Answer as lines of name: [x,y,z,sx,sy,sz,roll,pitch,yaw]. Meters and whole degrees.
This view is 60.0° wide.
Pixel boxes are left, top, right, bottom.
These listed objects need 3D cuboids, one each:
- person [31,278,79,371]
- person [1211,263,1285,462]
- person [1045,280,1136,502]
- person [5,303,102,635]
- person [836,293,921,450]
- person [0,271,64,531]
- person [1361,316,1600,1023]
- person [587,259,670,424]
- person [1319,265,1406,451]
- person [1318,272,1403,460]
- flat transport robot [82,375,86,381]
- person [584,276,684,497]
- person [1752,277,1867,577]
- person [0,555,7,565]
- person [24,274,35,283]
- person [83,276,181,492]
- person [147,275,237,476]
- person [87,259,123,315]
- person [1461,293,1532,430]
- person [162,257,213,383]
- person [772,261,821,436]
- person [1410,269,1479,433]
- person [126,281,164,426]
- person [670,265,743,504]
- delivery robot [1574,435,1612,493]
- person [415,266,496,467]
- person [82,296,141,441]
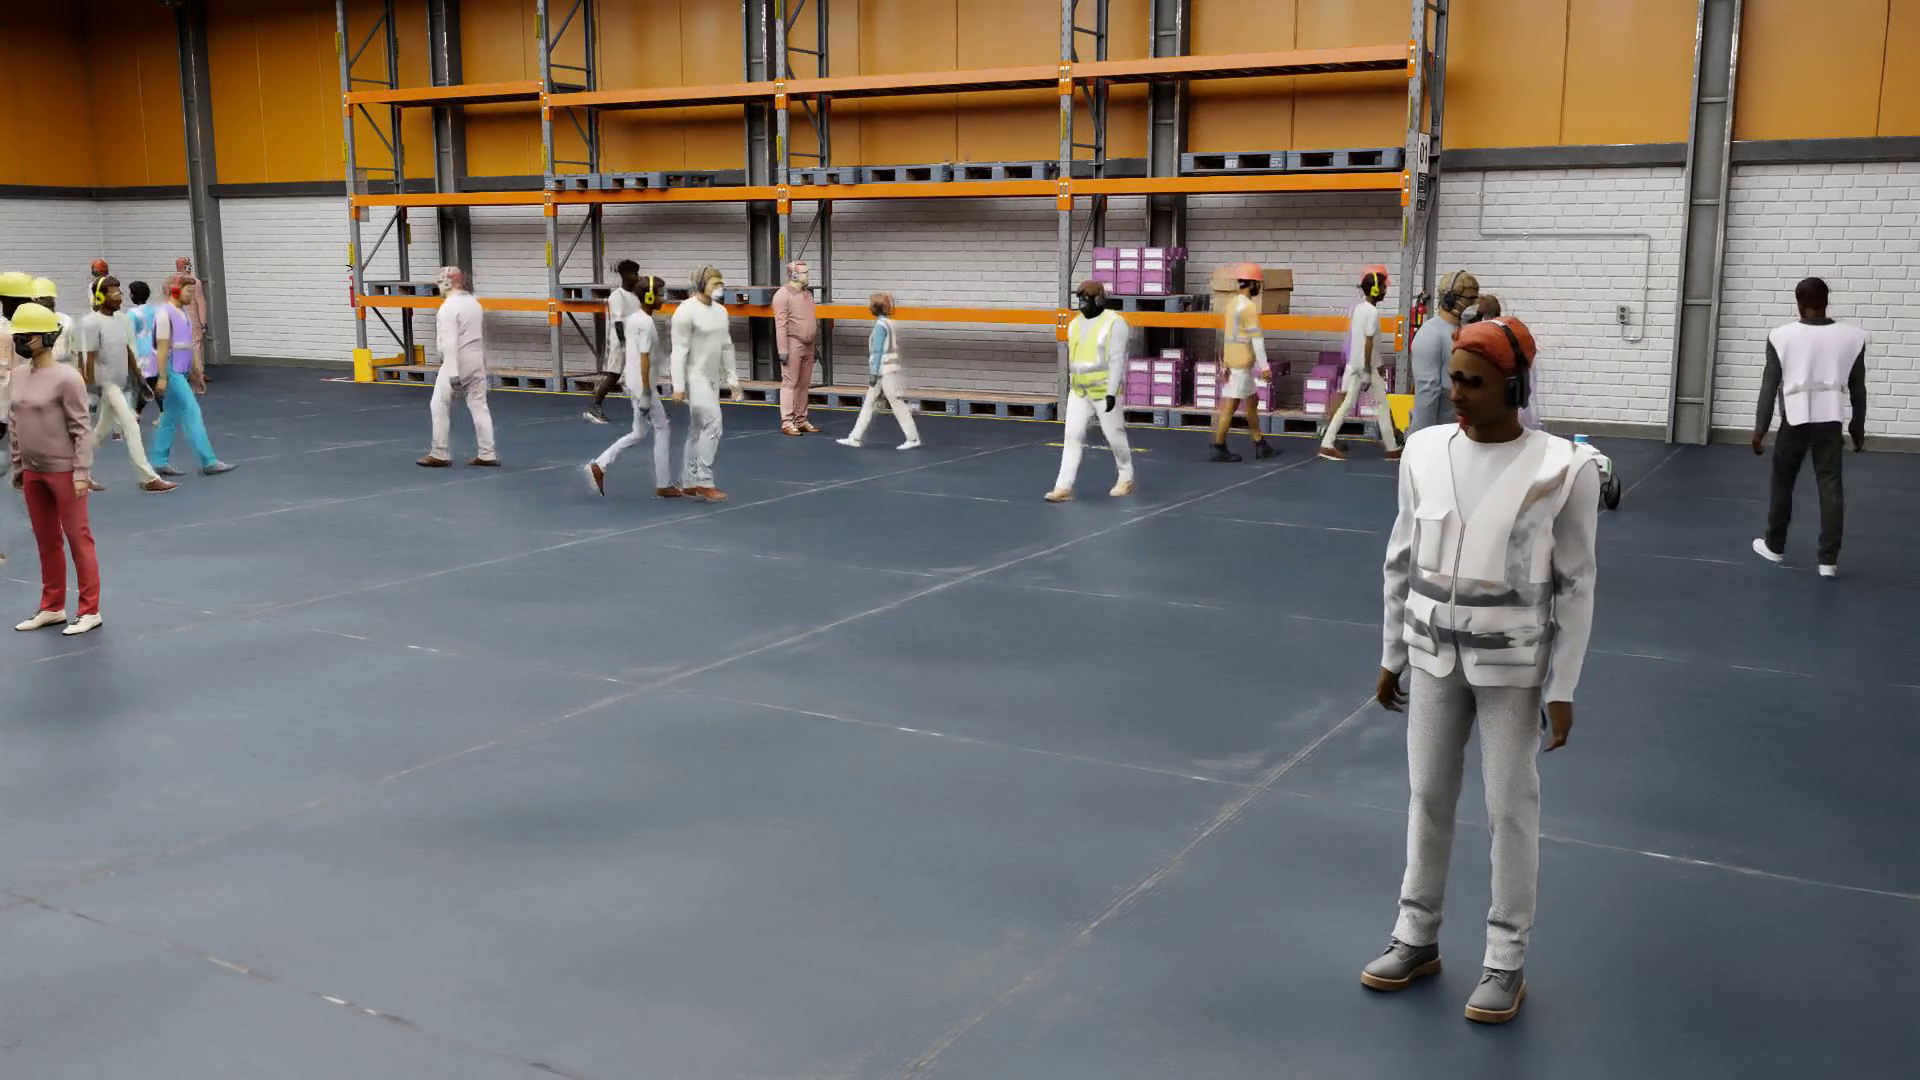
person: [-8.290,-1.474,15.099,0.589,1.786,0.947,-9,13,-40]
person: [2.816,-1.688,15.925,0.885,1.897,0.574,-1,10,-8]
person: [1.118,-1.218,13.603,0.633,1.803,0.951,9,14,42]
person: [-4.858,-0.371,8.872,0.523,1.769,0.321,4,11,22]
person: [-0.802,-1.700,16.871,0.885,1.592,0.534,0,10,1]
person: [-6.879,-0.975,11.944,0.869,1.896,0.581,-5,11,-26]
person: [1.391,0.345,4.480,0.572,1.886,0.355,9,14,42]
person: [-3.924,-2.300,19.357,0.985,1.927,0.610,3,11,18]
person: [4.102,-1.800,16.645,1.038,1.869,0.540,5,11,28]
person: [3.926,-1.664,16.061,0.982,1.821,0.538,-1,10,-8]
flat transport robot: [-13.391,-2.402,24.606,0.652,0.197,1.431,-4,11,-20]
person: [-2.645,-1.233,13.562,0.800,1.837,0.515,-5,11,-27]
person: [5.439,-0.738,10.674,0.712,1.856,0.960,1,10,8]
person: [-6.749,-0.775,10.650,0.963,1.957,0.626,0,10,-2]
person: [-11.977,-2.543,21.331,0.605,1.712,0.599,-7,12,-35]
person: [-7.112,-1.295,13.974,0.970,1.828,0.538,0,10,-3]
person: [-6.924,-1.466,14.962,0.884,1.800,0.590,-2,10,-10]
person: [-12.038,-3.007,23.469,0.339,1.882,0.581,3,10,15]
person: [3.352,-0.642,10.369,1.001,1.790,0.647,-1,10,-8]
person: [-11.724,-3.335,25.259,0.654,1.906,0.408,1,10,8]
person: [-1.772,-2.107,18.301,0.408,1.908,0.652,5,11,28]
person: [2.788,-0.576,9.554,0.373,1.937,0.630,7,12,35]
person: [-9.448,-2.133,19.117,0.819,1.656,0.557,2,10,11]
person: [-2.009,-1.254,13.446,0.677,1.913,0.627,4,11,20]
delivery robot: [4.974,-0.603,13.351,0.477,0.478,0.707,1,10,7]
person: [-4.766,-1.606,15.576,0.845,1.876,0.648,3,10,16]
person: [-9.064,-1.872,17.761,0.536,1.614,0.469,-6,12,-31]
